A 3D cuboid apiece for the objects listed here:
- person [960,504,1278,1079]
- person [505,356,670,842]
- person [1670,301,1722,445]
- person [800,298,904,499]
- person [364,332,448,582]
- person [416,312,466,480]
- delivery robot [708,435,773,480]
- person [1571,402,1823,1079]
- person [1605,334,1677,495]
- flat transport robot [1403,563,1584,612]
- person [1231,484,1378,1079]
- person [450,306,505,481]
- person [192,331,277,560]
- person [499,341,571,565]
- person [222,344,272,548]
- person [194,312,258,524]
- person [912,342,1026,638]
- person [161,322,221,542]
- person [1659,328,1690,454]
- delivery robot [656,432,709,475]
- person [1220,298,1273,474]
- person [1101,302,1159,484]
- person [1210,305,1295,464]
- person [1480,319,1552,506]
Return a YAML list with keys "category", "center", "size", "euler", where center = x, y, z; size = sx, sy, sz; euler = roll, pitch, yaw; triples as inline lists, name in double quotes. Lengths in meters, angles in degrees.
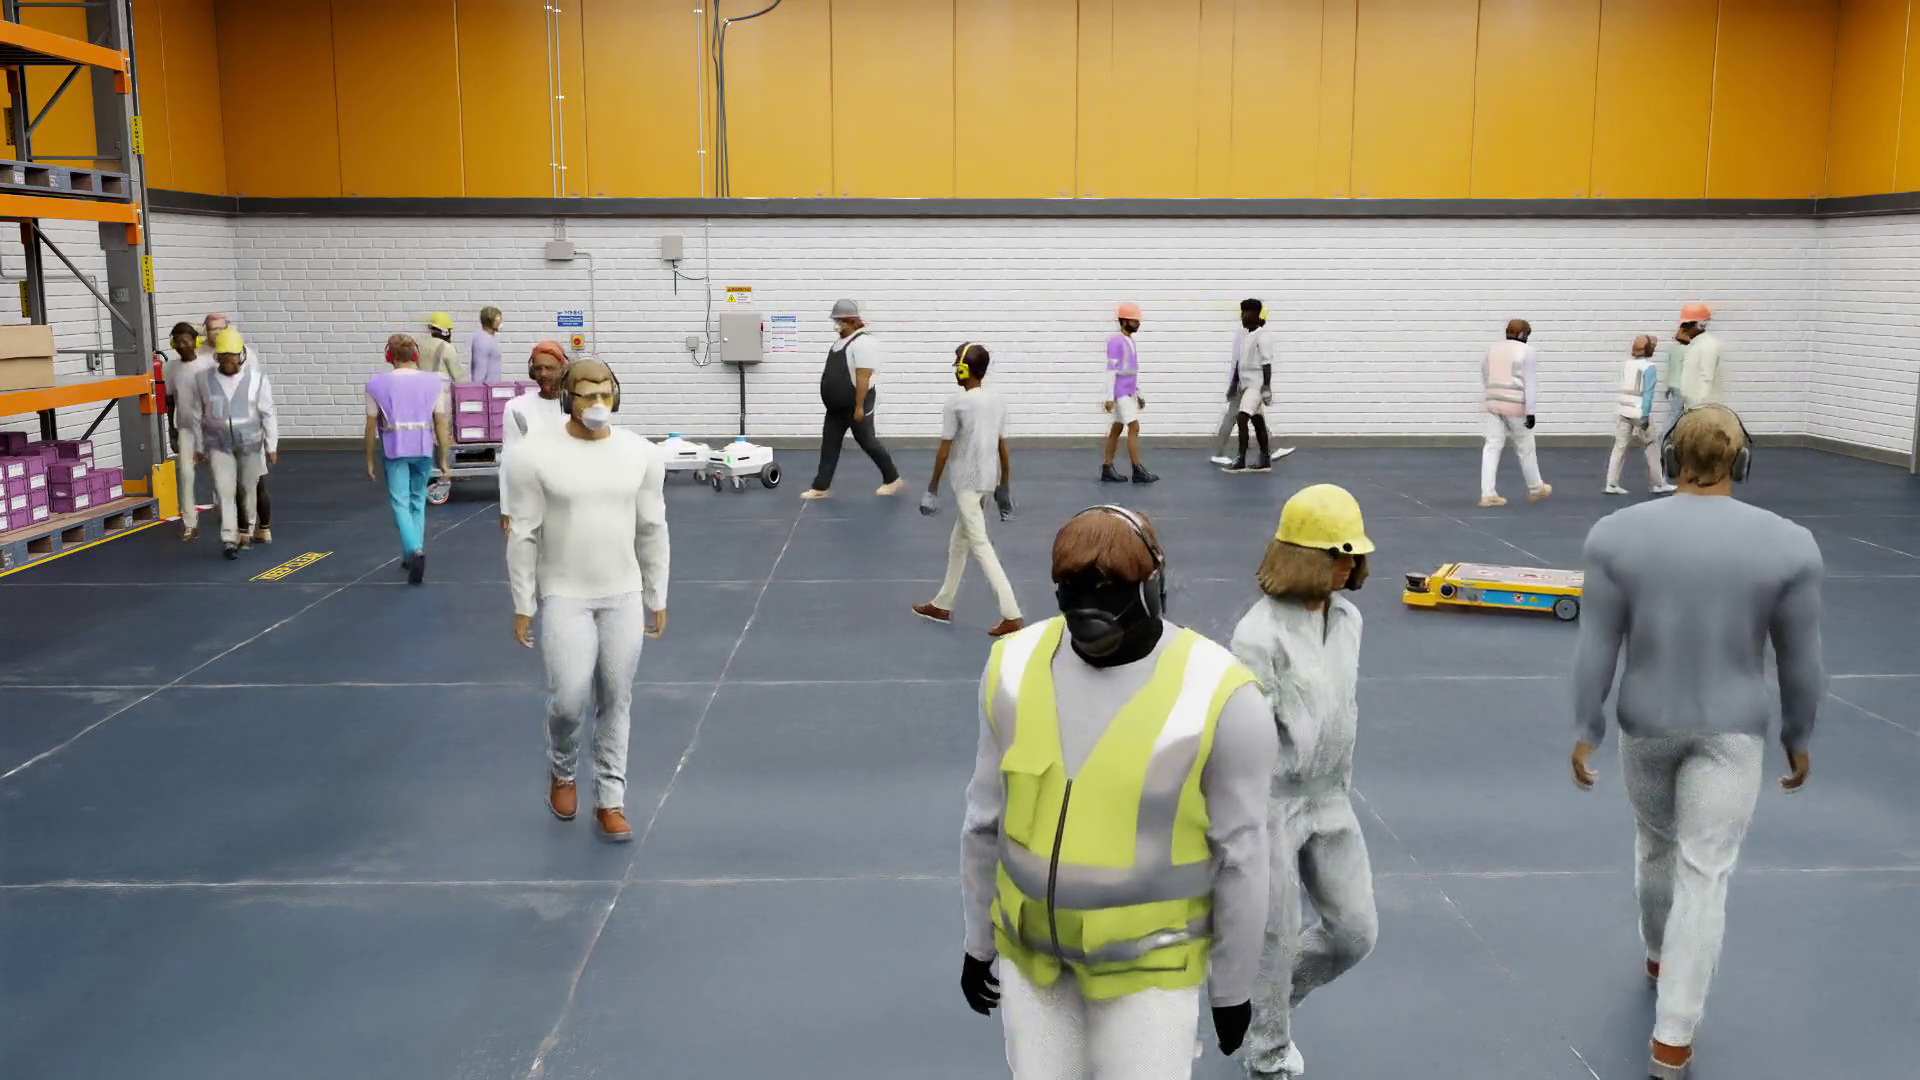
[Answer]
- category: "person"
  center: [0.303, 0.821, 3.344]
  size: [0.626, 1.821, 0.476]
  euler: [6, 11, 33]
- category: "person"
  center: [-1.451, 0.238, 6.592]
  size: [0.649, 1.929, 0.443]
  euler: [-5, 11, -29]
- category: "person"
  center: [6.853, -1.228, 15.468]
  size: [0.536, 1.966, 0.639]
  euler: [2, 9, 10]
- category: "person"
  center: [-1.048, -1.425, 16.451]
  size: [1.028, 2.000, 0.677]
  euler: [-6, 11, -32]
- category: "person"
  center: [-4.047, -0.615, 12.209]
  size: [0.572, 1.812, 0.881]
  euler: [-6, 11, -32]
- category: "person"
  center: [-5.495, -1.536, 17.854]
  size: [0.605, 1.804, 0.702]
  euler: [8, 12, 40]
- category: "delivery robot"
  center: [-2.254, -0.829, 17.053]
  size: [0.477, 0.478, 0.707]
  euler: [7, 11, 35]
- category: "person"
  center: [2.152, 0.542, 4.877]
  size: [0.651, 1.887, 1.010]
  euler: [5, 11, 28]
- category: "person"
  center: [6.867, -1.243, 16.649]
  size: [0.796, 1.605, 0.545]
  euler: [-2, 9, -10]
- category: "flat transport robot"
  center: [3.744, 0.329, 11.105]
  size: [1.431, 0.197, 0.652]
  euler: [4, 10, 24]
- category: "person"
  center: [0.878, 0.707, 4.351]
  size: [0.489, 1.729, 0.388]
  euler: [-7, 12, -37]
- category: "person"
  center: [-5.038, -1.550, 17.731]
  size: [1.057, 1.884, 0.644]
  euler: [-2, 10, -14]
- category: "person"
  center: [-5.710, -0.753, 13.119]
  size: [0.612, 1.776, 0.943]
  euler: [-4, 10, -21]
- category: "person"
  center: [-2.320, -0.188, 9.447]
  size: [0.601, 1.846, 0.889]
  euler: [0, 9, -3]
- category: "person"
  center: [-5.862, -0.779, 13.536]
  size: [0.318, 1.695, 0.539]
  euler: [3, 10, 18]
- category: "person"
  center: [-6.609, -1.101, 14.927]
  size: [0.655, 1.892, 0.546]
  euler: [-4, 10, -23]
- category: "person"
  center: [0.069, -0.316, 10.355]
  size: [1.010, 1.823, 0.518]
  euler: [8, 12, 40]
- category: "person"
  center: [-6.437, -0.940, 14.120]
  size: [0.517, 1.839, 0.828]
  euler: [-1, 9, -8]
- category: "person"
  center: [8.901, -1.832, 20.318]
  size: [0.810, 1.593, 0.514]
  euler: [-1, 9, -4]
- category: "delivery robot"
  center: [-2.990, -0.890, 17.428]
  size: [0.707, 0.478, 0.477]
  euler: [-2, 9, -14]
- category: "person"
  center: [3.152, -1.705, 18.476]
  size: [0.790, 1.926, 0.633]
  euler: [-1, 9, -9]
- category: "person"
  center: [1.841, -1.537, 17.523]
  size: [0.809, 1.908, 0.578]
  euler: [4, 10, 23]
- category: "person"
  center: [3.382, -1.792, 19.213]
  size: [1.009, 1.868, 0.584]
  euler: [1, 9, 8]
- category: "person"
  center: [5.362, -1.227, 16.034]
  size: [0.923, 1.783, 0.680]
  euler: [-7, 12, -36]
